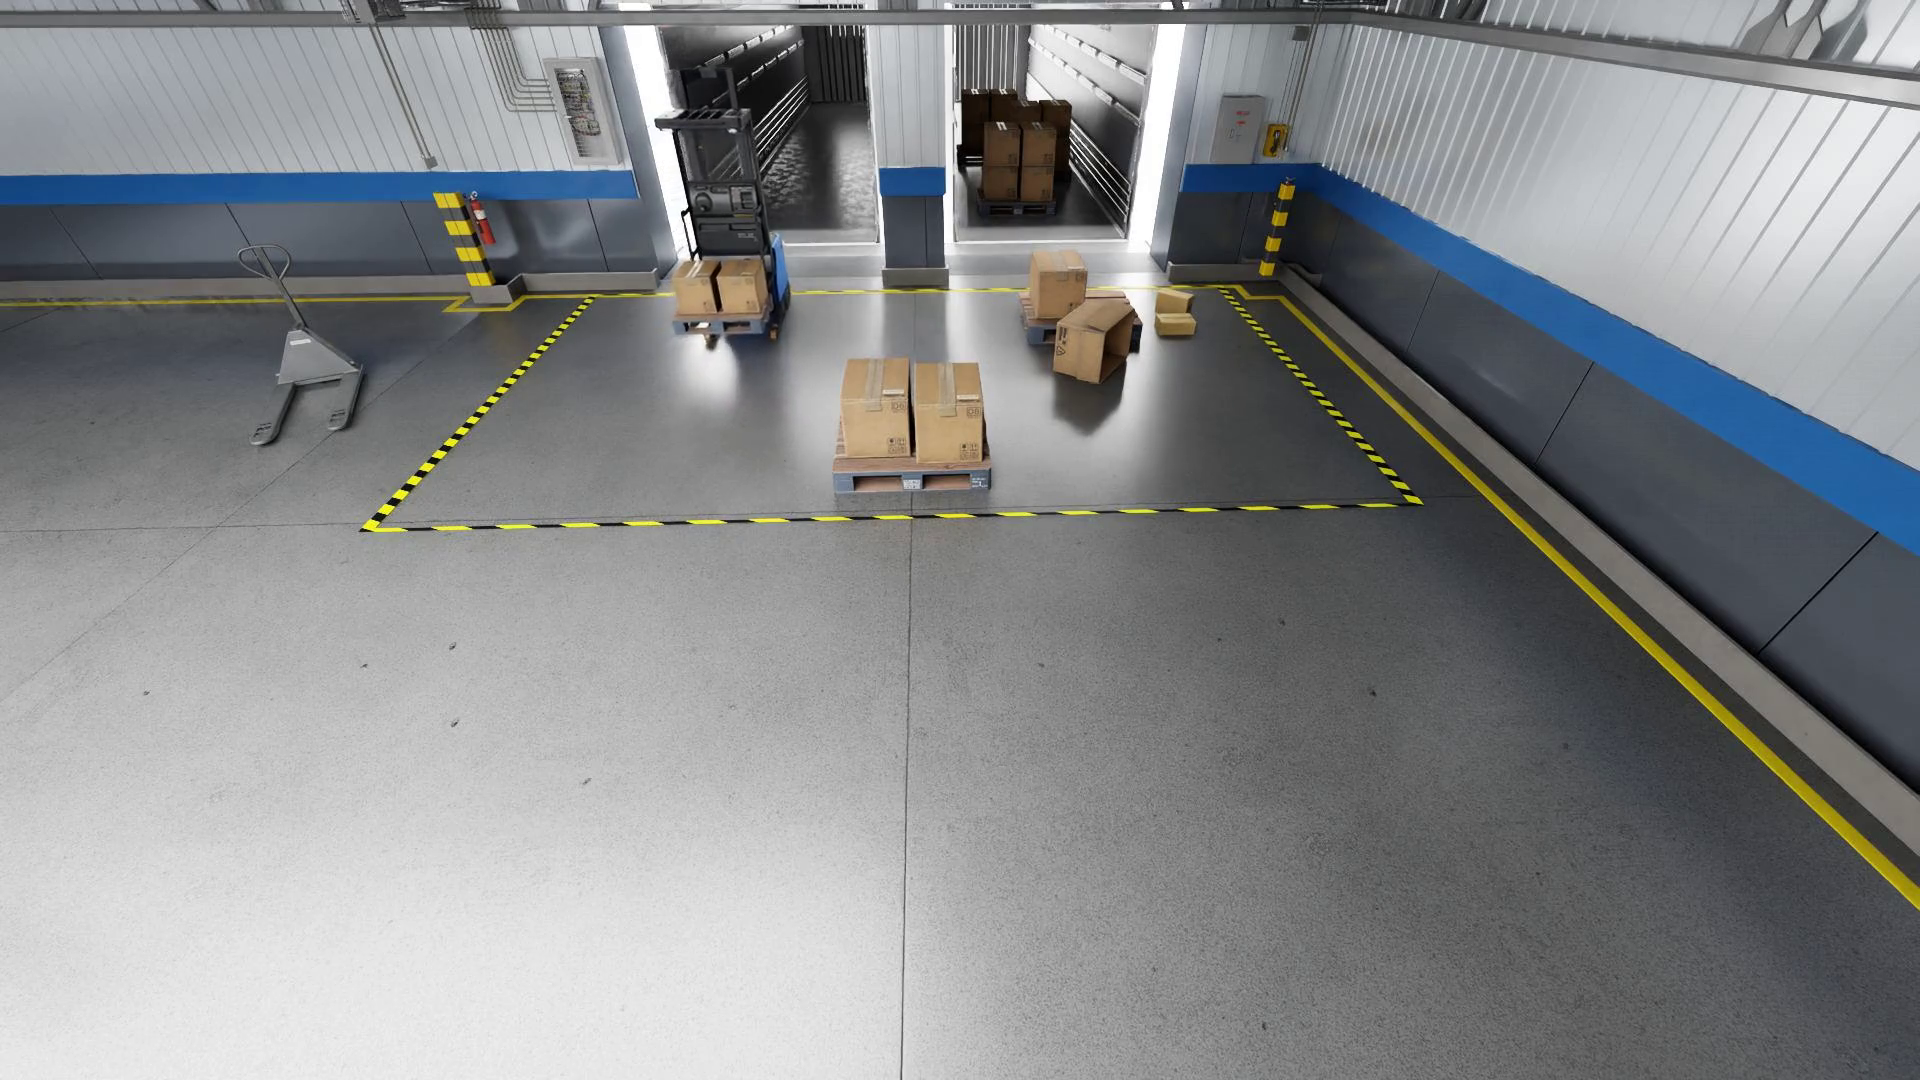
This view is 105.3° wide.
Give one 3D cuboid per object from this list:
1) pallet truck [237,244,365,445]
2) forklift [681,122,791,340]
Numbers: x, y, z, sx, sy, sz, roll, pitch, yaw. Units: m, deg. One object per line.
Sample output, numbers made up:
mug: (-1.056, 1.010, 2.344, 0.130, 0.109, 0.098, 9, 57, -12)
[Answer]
pallet truck: (-5.915, -1.733, 6.366, 0.680, 1.201, 1.601, -18, 42, -21)
forklift: (-2.366, -3.422, 7.850, 0.716, 2.013, 0.776, -2, 39, -2)
